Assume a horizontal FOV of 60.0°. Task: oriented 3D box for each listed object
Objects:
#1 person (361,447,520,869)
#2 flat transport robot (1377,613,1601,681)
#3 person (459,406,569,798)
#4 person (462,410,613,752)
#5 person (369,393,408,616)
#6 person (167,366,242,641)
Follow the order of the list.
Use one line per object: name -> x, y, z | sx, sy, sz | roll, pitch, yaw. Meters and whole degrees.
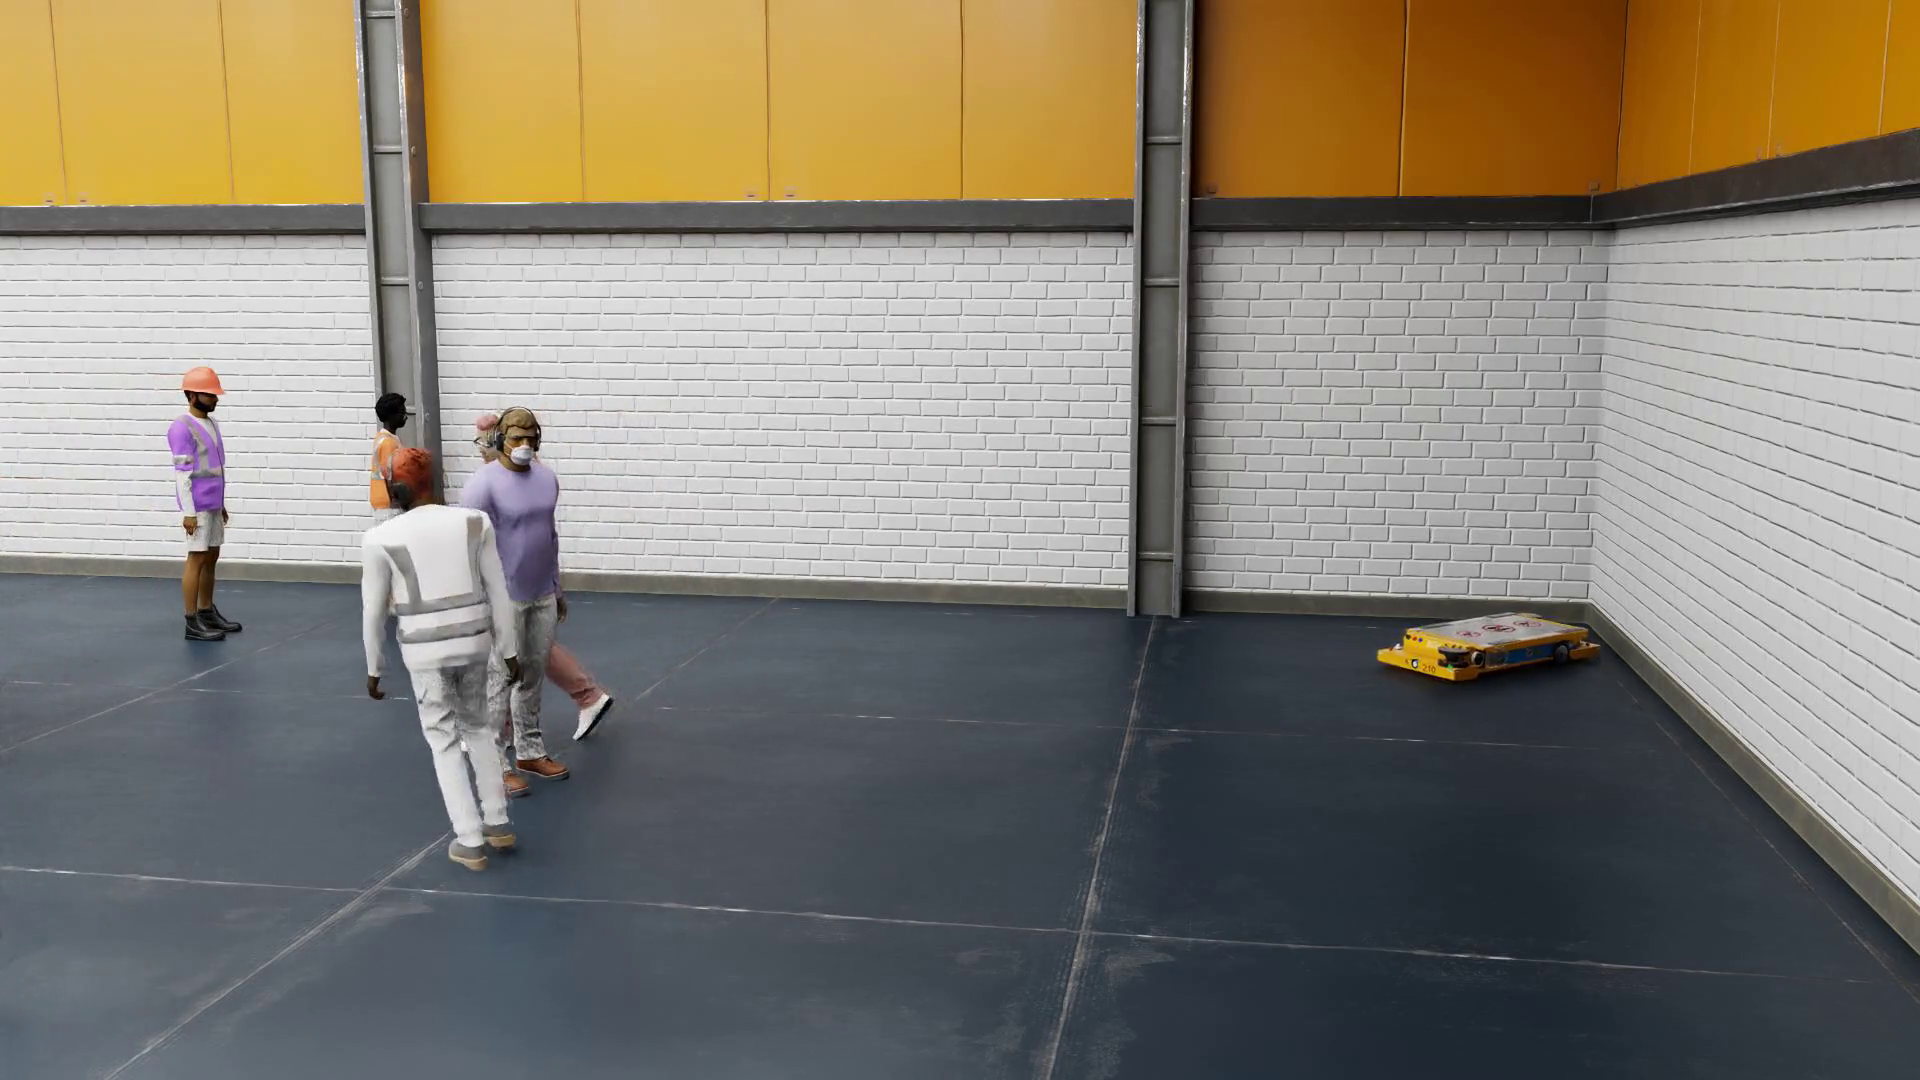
person -> -2.261, 0.515, 7.270 | 0.617, 1.844, 0.509 | -6, 11, -34
flat transport robot -> 3.519, 0.691, 11.031 | 1.431, 0.197, 0.652 | -6, 11, -32
person -> -2.216, 0.296, 8.341 | 0.353, 1.936, 0.633 | 5, 10, 26
person -> -2.338, 0.224, 9.016 | 0.808, 1.869, 0.627 | -1, 9, -8
person -> -4.310, -0.270, 12.613 | 0.320, 1.690, 0.535 | -3, 10, -19
person -> -5.329, -0.260, 11.775 | 0.377, 1.932, 0.552 | 0, 9, 0
